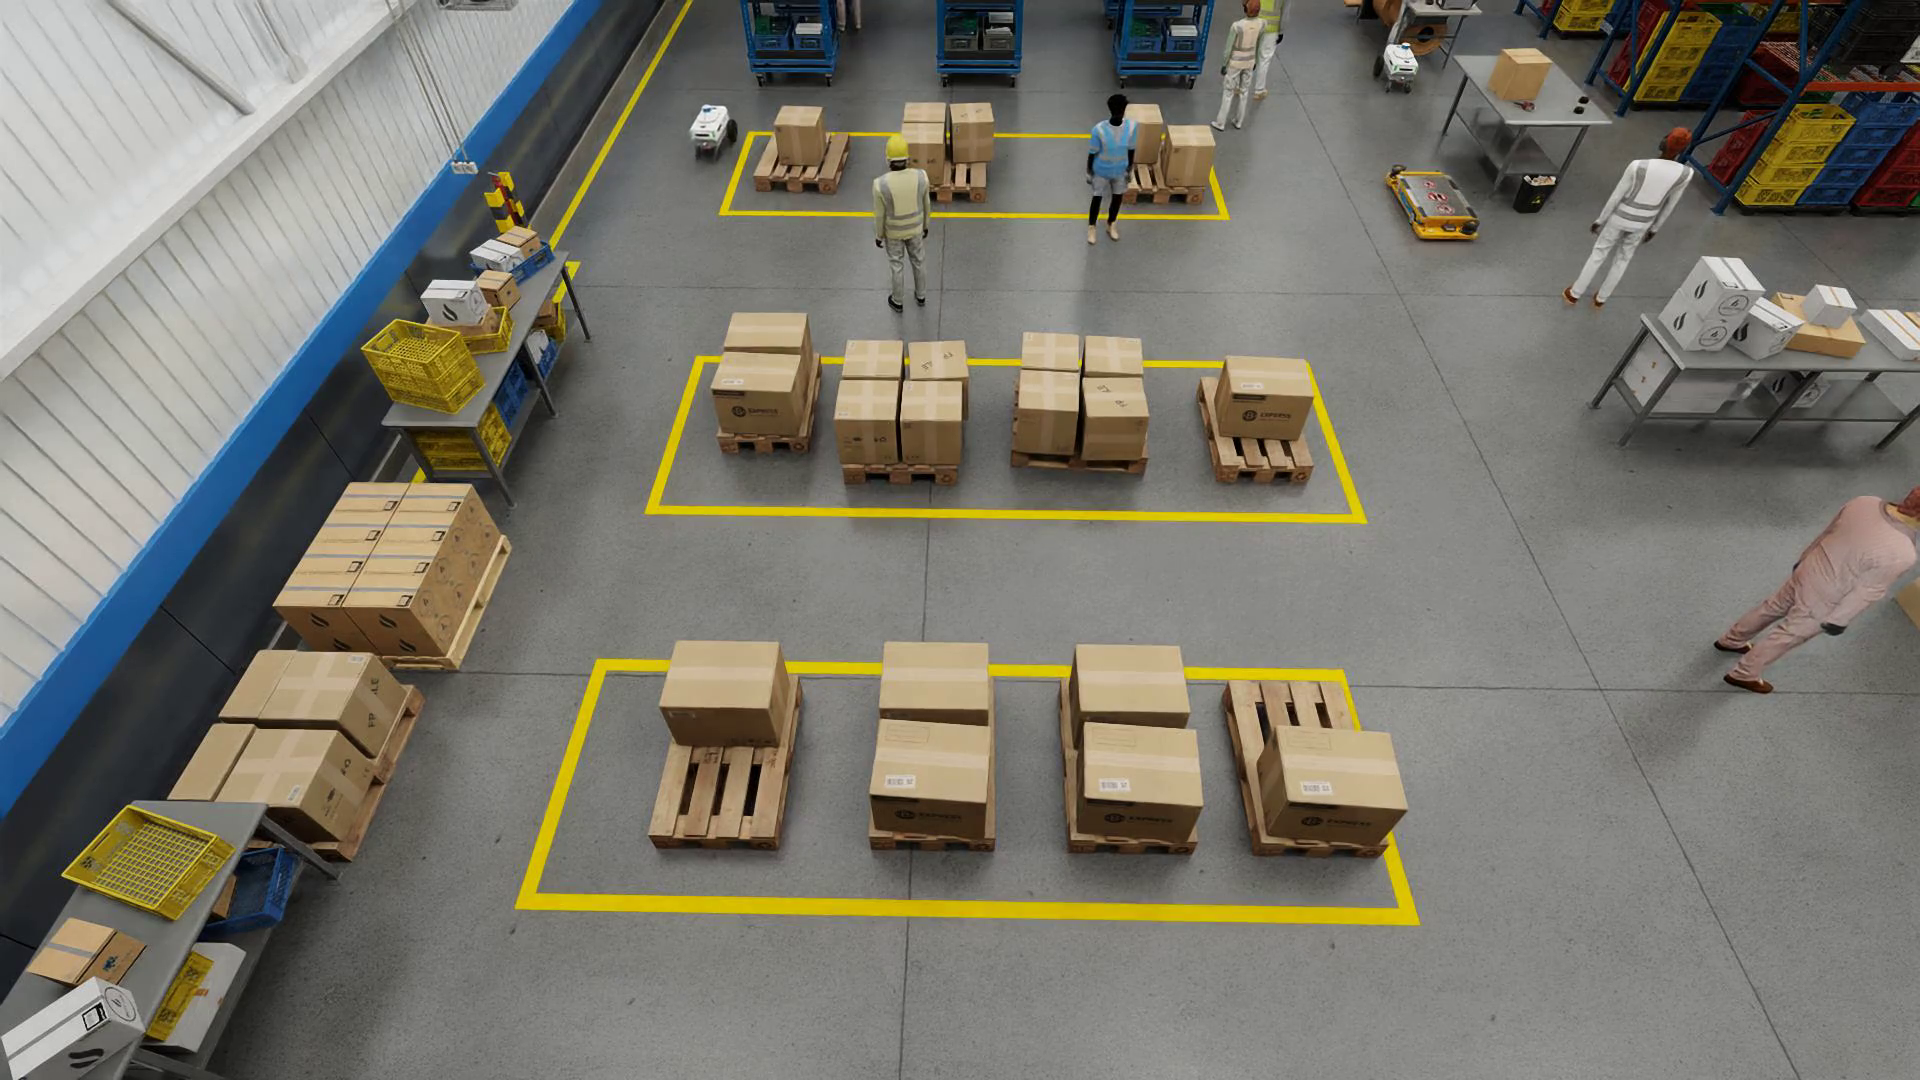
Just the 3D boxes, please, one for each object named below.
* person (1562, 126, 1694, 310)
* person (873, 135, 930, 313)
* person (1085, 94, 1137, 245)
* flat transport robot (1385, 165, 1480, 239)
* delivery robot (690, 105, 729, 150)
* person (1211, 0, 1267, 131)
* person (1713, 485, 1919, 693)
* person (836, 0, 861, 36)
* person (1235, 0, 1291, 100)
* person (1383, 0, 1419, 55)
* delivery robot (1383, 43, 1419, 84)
[{"bbox_3d":[6.733,-3.196,9.222,0.584,1.883,0.337,13,50,11],"label":"person"},{"bbox_3d":[-0.583,-3.148,9.213,0.587,1.835,0.404,-17,51,-14],"label":"person"},{"bbox_3d":[1.639,-4.077,10.113,0.547,1.687,0.322,-10,50,-8],"label":"person"},{"bbox_3d":[5.692,-4.094,11.059,0.652,0.197,1.431,1,49,1],"label":"flat transport robot"},{"bbox_3d":[-3.261,-5.412,11.953,0.477,0.478,0.707,4,49,3],"label":"delivery robot"},{"bbox_3d":[3.671,-6.222,12.008,0.518,1.632,0.317,-11,50,-9],"label":"person"},{"bbox_3d":[5.861,0.319,6.175,0.400,1.900,0.648,12,50,10],"label":"person"},{"bbox_3d":[-1.767,-8.842,14.049,0.625,1.981,0.412,-20,52,-16],"label":"person"},{"bbox_3d":[4.181,-7.043,12.579,0.625,1.846,0.429,29,55,23],"label":"person"},{"bbox_3d":[6.585,-7.904,13.271,0.375,1.930,0.629,21,52,18],"label":"person"},{"bbox_3d":[6.372,-6.919,13.258,0.477,0.478,0.707,5,49,4],"label":"delivery robot"}]
